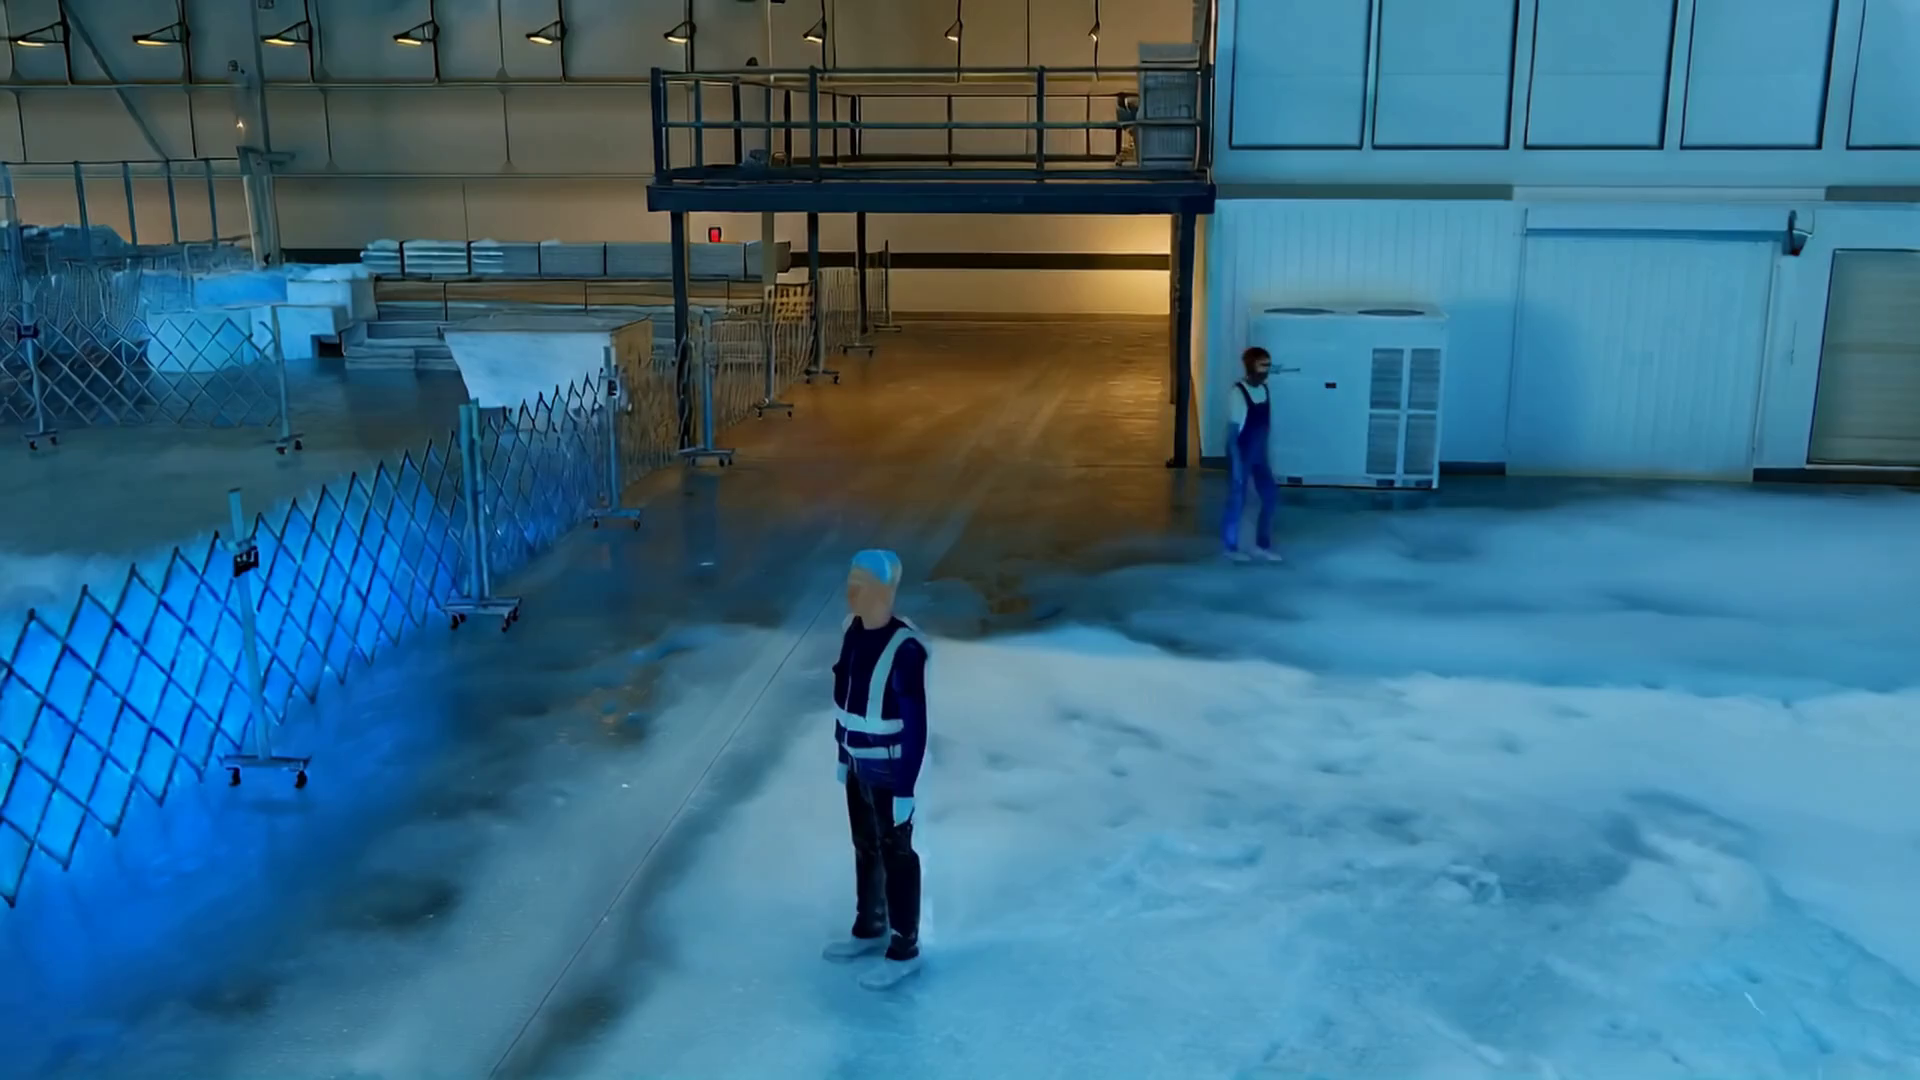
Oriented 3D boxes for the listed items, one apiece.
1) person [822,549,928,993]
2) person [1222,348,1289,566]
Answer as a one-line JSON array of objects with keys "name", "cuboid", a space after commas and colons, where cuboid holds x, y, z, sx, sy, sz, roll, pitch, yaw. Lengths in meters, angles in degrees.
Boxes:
[{"name": "person", "cuboid": [-0.354, 0.952, 6.973, 0.352, 1.884, 0.579, -9, 16, -33]}, {"name": "person", "cuboid": [2.466, -0.661, 13.685, 0.549, 1.821, 0.730, -12, 18, -40]}]
